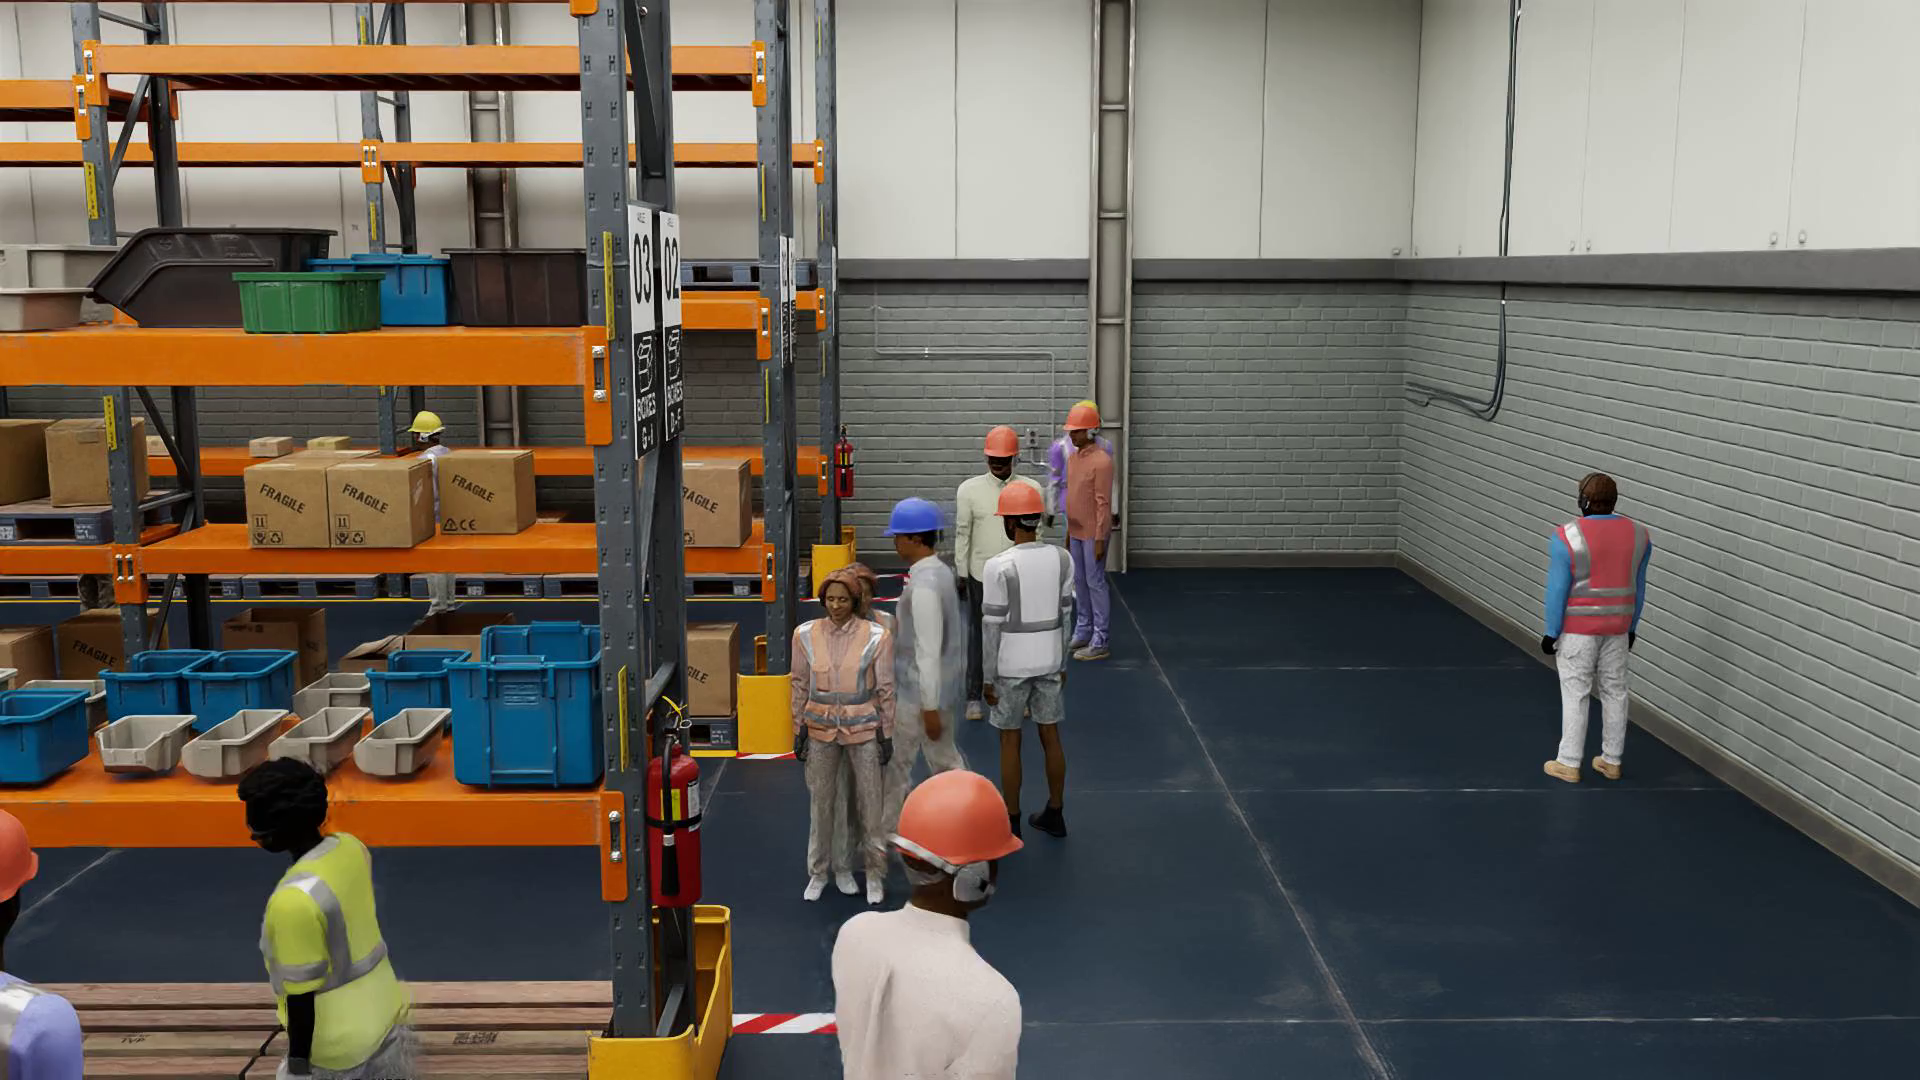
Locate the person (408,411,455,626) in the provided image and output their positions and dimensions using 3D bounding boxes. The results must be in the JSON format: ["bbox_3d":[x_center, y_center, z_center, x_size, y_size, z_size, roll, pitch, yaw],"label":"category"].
[{"bbox_3d":[-4.496,-0.179,14.157,0.404,1.833,0.590,0,9,2],"label":"person"}]

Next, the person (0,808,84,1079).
[{"bbox_3d":[-2.033,1.496,3.553,0.551,1.941,0.342,3,10,15],"label":"person"}]

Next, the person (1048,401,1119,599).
[{"bbox_3d":[1.093,-0.331,14.990,0.609,1.874,1.019,-4,10,-22],"label":"person"}]

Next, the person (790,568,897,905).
[{"bbox_3d":[-0.554,0.937,7.948,0.514,1.630,0.318,1,9,8],"label":"person"}]

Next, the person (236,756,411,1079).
[{"bbox_3d":[-1.821,1.415,4.866,0.510,1.676,0.703,0,9,2],"label":"person"}]

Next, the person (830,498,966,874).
[{"bbox_3d":[-0.226,0.737,8.357,0.792,1.907,0.614,1,9,7],"label":"person"}]

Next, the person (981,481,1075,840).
[{"bbox_3d":[0.333,0.649,8.805,0.545,1.929,0.383,-5,11,-28],"label":"person"}]

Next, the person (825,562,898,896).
[{"bbox_3d":[-0.505,0.907,8.153,0.528,1.620,0.448,-7,12,-38],"label":"person"}]

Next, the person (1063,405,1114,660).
[{"bbox_3d":[0.977,-0.063,12.980,0.408,1.986,0.614,-4,10,-23],"label":"person"}]

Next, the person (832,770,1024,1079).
[{"bbox_3d":[-0.042,1.464,3.764,1.055,1.930,0.624,-9,13,-44],"label":"person"}]

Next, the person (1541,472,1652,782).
[{"bbox_3d":[3.736,0.518,9.855,0.623,1.845,0.430,-1,9,-9],"label":"person"}]

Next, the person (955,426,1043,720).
[{"bbox_3d":[0.273,0.223,11.209,0.613,1.991,0.392,-2,9,-11],"label":"person"}]
